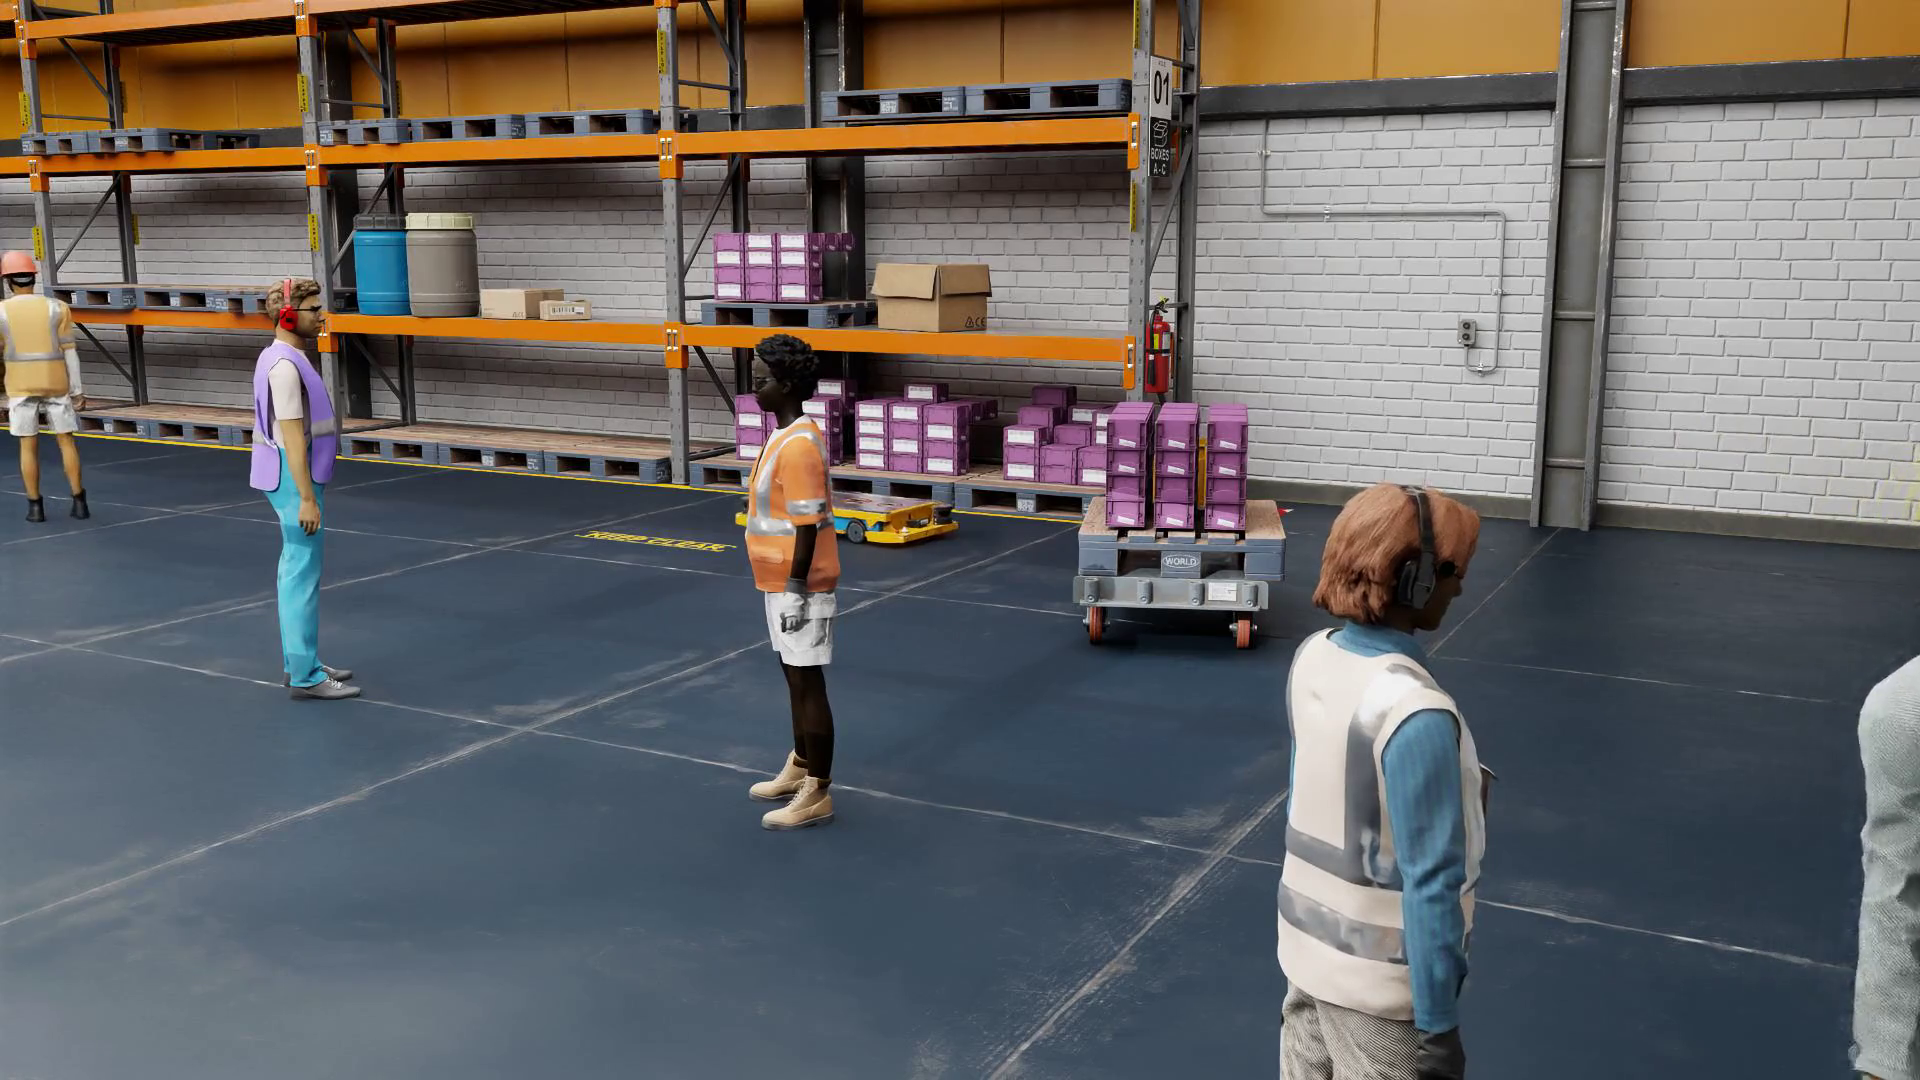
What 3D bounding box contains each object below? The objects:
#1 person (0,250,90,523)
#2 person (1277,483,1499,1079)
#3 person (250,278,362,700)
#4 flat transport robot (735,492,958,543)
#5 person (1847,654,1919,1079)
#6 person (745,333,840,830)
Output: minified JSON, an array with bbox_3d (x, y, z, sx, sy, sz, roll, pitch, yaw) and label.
[{"bbox_3d":[-6.555,-1.078,11.797,0.593,1.924,0.408,-6,12,-30],"label":"person"},{"bbox_3d":[0.674,0.721,2.731,0.309,1.637,0.513,-2,11,-11],"label":"person"},{"bbox_3d":[-2.910,-0.219,7.309,0.390,1.846,0.565,-5,11,-24],"label":"person"},{"bbox_3d":[-0.785,-0.179,11.406,1.431,0.197,0.652,7,12,33],"label":"flat transport robot"},{"bbox_3d":[1.533,0.727,2.443,0.494,1.731,0.346,-1,10,-6],"label":"person"},{"bbox_3d":[-0.579,0.142,5.740,0.318,1.697,0.535,-2,11,-13],"label":"person"}]
